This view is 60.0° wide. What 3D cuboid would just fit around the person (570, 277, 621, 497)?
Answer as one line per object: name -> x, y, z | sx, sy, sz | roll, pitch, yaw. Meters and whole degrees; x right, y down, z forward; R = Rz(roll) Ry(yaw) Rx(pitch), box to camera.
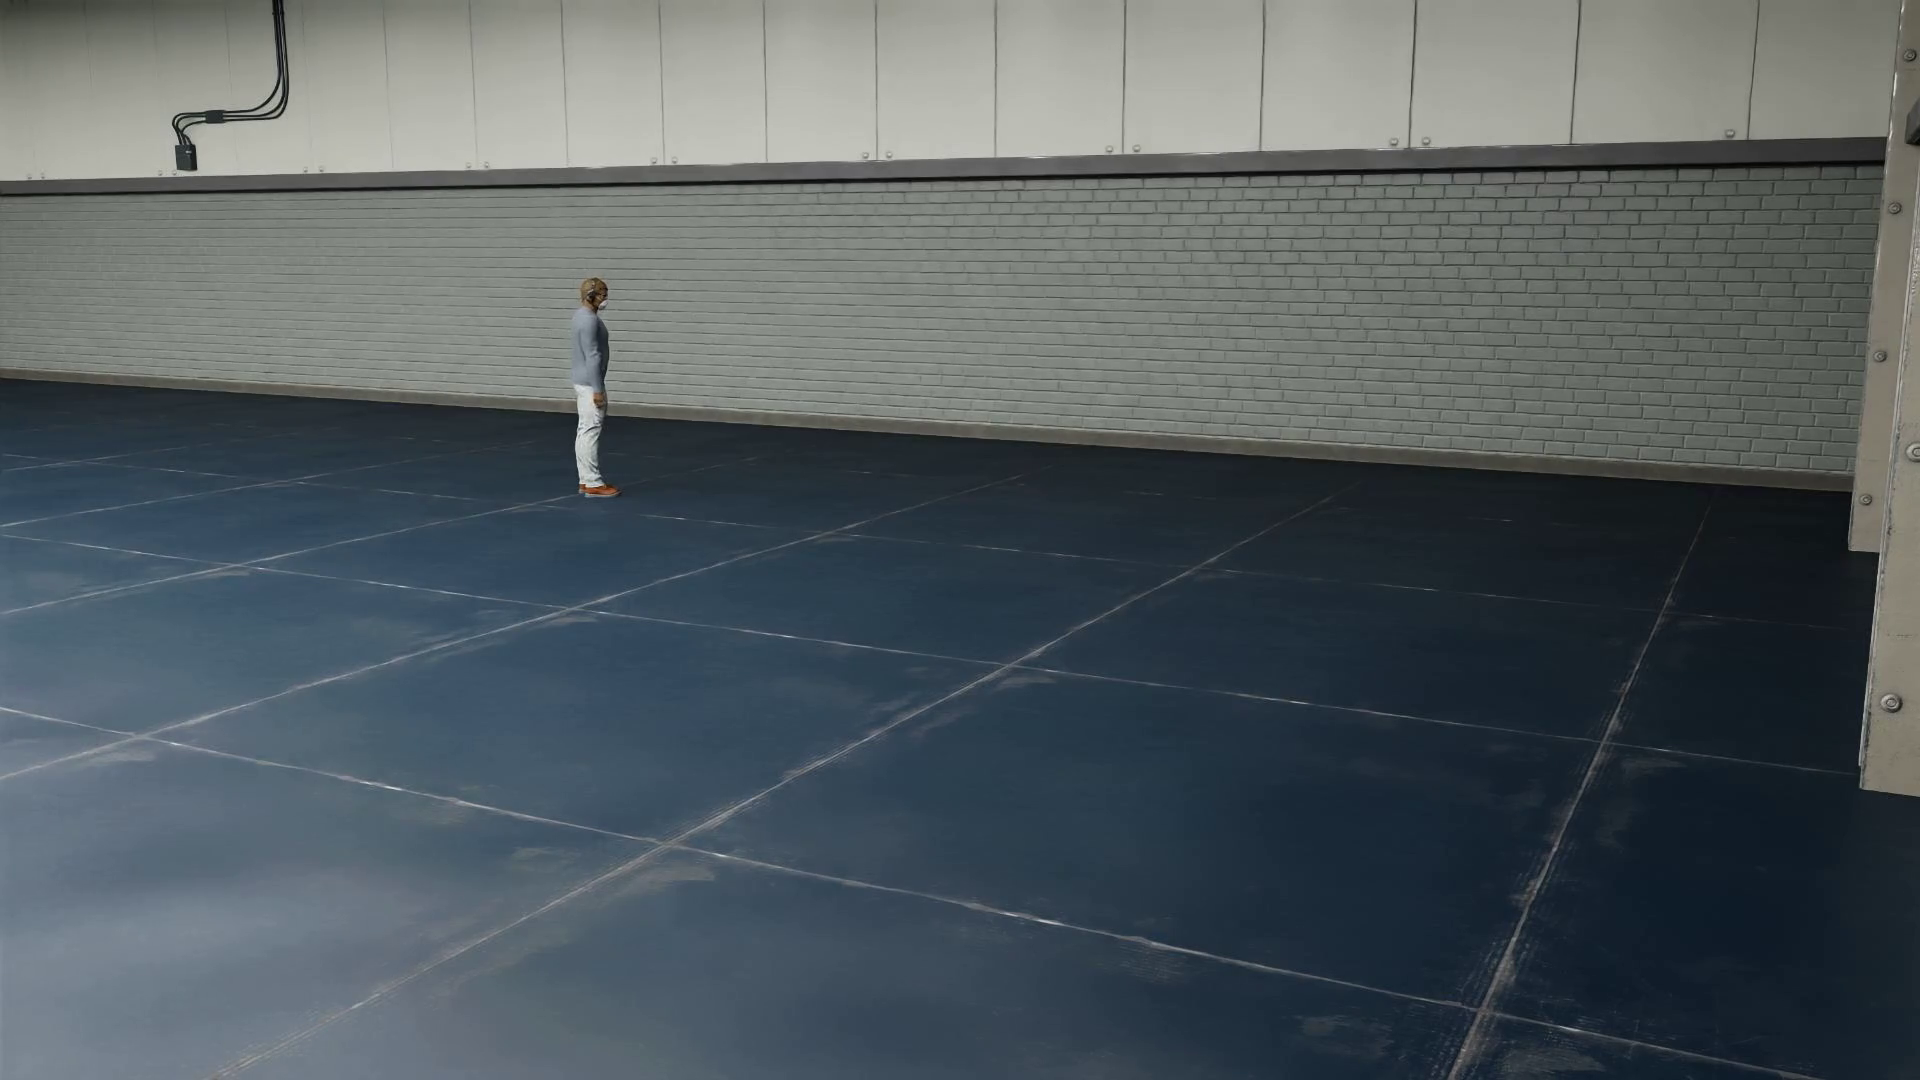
person -> -3.241, -1.343, 14.666 | 0.370, 1.934, 0.627 | -4, 11, -20
